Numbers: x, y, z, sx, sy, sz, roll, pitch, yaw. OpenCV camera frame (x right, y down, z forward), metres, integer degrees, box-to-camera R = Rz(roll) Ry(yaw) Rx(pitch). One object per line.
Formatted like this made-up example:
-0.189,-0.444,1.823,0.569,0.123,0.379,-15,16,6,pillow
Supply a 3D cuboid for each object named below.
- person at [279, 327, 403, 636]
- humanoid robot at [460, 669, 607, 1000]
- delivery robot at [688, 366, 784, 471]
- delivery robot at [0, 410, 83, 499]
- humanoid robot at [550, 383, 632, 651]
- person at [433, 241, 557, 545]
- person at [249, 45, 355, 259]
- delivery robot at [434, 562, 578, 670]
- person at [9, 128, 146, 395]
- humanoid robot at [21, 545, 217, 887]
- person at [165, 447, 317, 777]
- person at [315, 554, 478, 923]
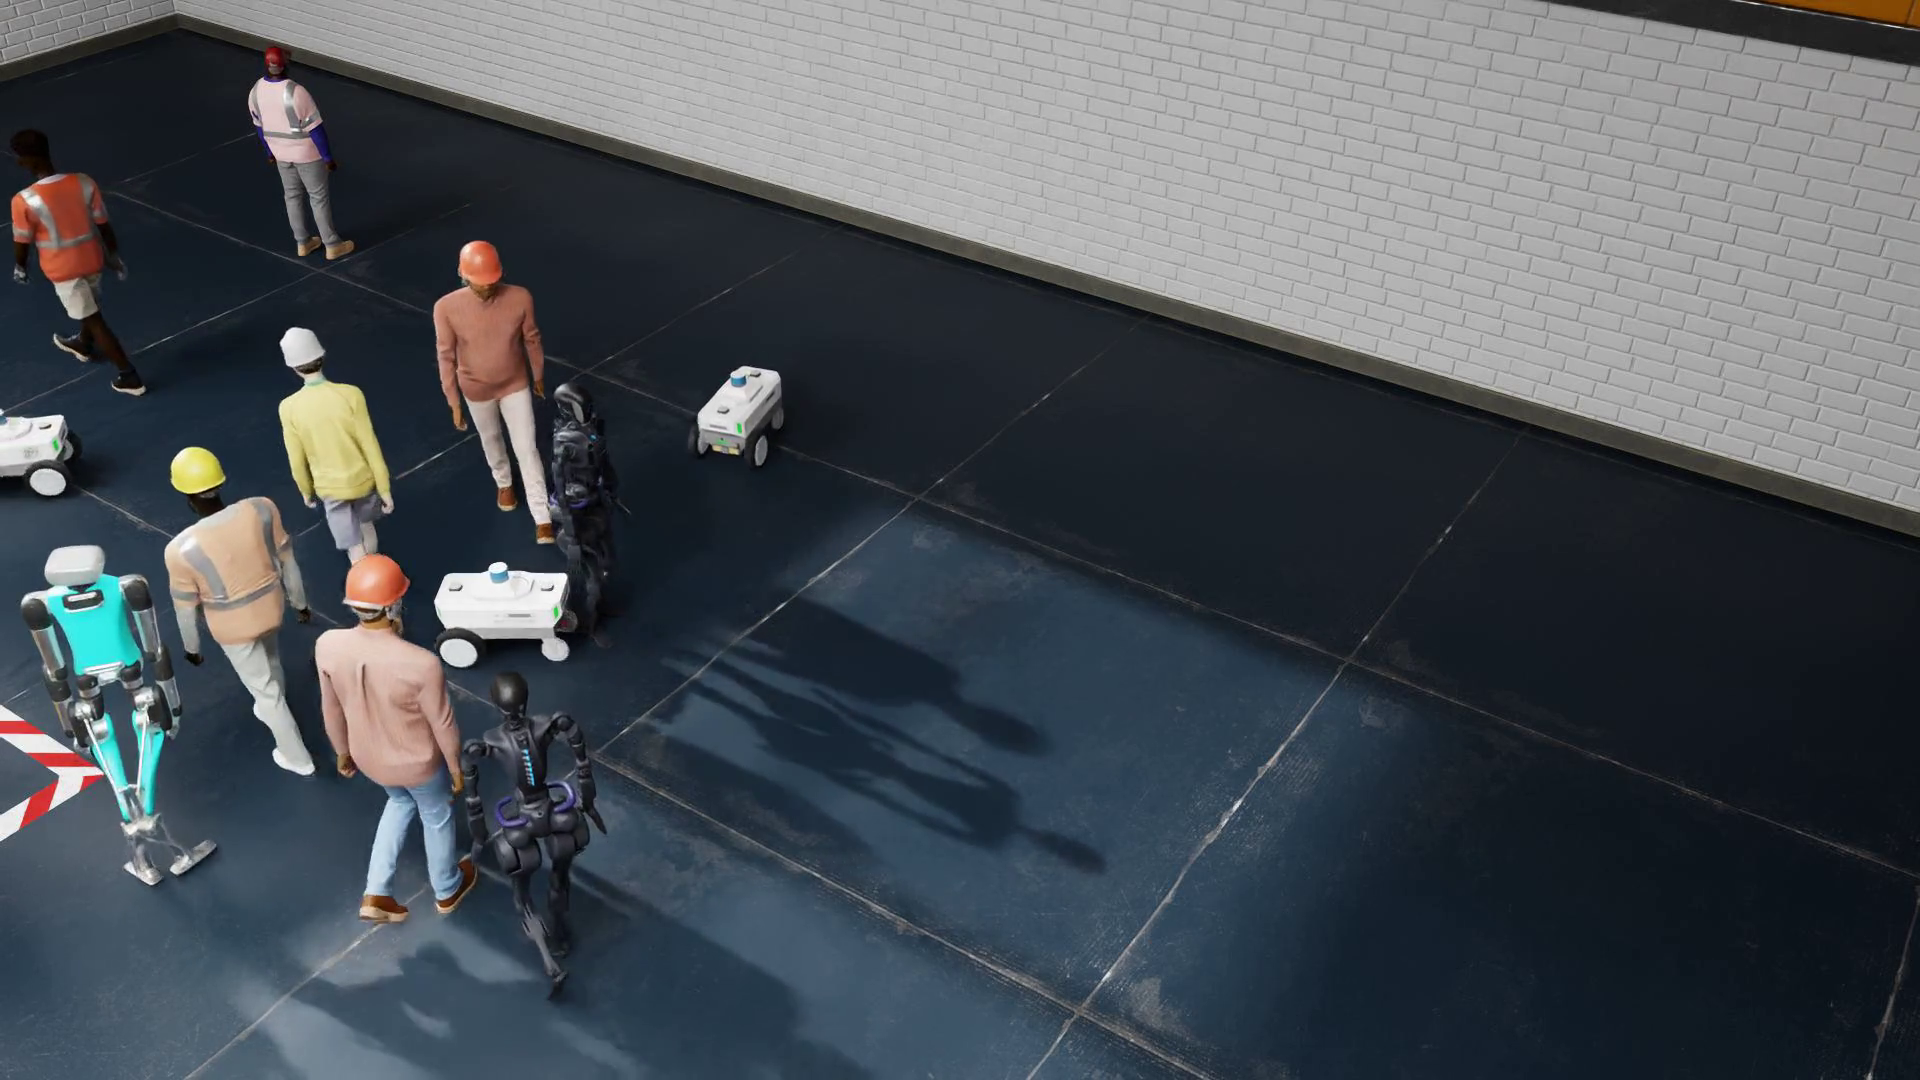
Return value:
-3.487,-0.325,9.384,0.486,1.801,1.027,-16,38,-21,person
-1.813,1.289,7.202,0.600,1.633,0.576,-17,38,-22,humanoid robot
-1.486,-0.846,11.230,0.499,0.603,0.792,11,36,15,delivery robot
-6.178,-0.584,10.818,0.734,0.560,0.499,-9,36,-13,delivery robot
-2.057,-0.137,9.228,0.328,1.650,0.585,9,36,12,humanoid robot
-2.808,-0.892,10.078,0.641,1.938,1.013,-10,36,-15,person
-5.329,-3.123,13.431,0.625,1.752,0.420,10,36,14,person
-2.599,0.404,9.452,0.814,0.612,0.499,0,35,0,delivery robot
-6.286,-1.956,11.632,1.035,1.901,0.608,15,38,20,person
-3.852,0.899,7.651,0.538,1.717,0.756,-13,37,-18,humanoid robot
-3.661,0.345,8.341,0.780,1.901,0.611,21,40,27,person
-2.506,0.966,7.397,0.638,1.970,0.605,10,36,14,person
